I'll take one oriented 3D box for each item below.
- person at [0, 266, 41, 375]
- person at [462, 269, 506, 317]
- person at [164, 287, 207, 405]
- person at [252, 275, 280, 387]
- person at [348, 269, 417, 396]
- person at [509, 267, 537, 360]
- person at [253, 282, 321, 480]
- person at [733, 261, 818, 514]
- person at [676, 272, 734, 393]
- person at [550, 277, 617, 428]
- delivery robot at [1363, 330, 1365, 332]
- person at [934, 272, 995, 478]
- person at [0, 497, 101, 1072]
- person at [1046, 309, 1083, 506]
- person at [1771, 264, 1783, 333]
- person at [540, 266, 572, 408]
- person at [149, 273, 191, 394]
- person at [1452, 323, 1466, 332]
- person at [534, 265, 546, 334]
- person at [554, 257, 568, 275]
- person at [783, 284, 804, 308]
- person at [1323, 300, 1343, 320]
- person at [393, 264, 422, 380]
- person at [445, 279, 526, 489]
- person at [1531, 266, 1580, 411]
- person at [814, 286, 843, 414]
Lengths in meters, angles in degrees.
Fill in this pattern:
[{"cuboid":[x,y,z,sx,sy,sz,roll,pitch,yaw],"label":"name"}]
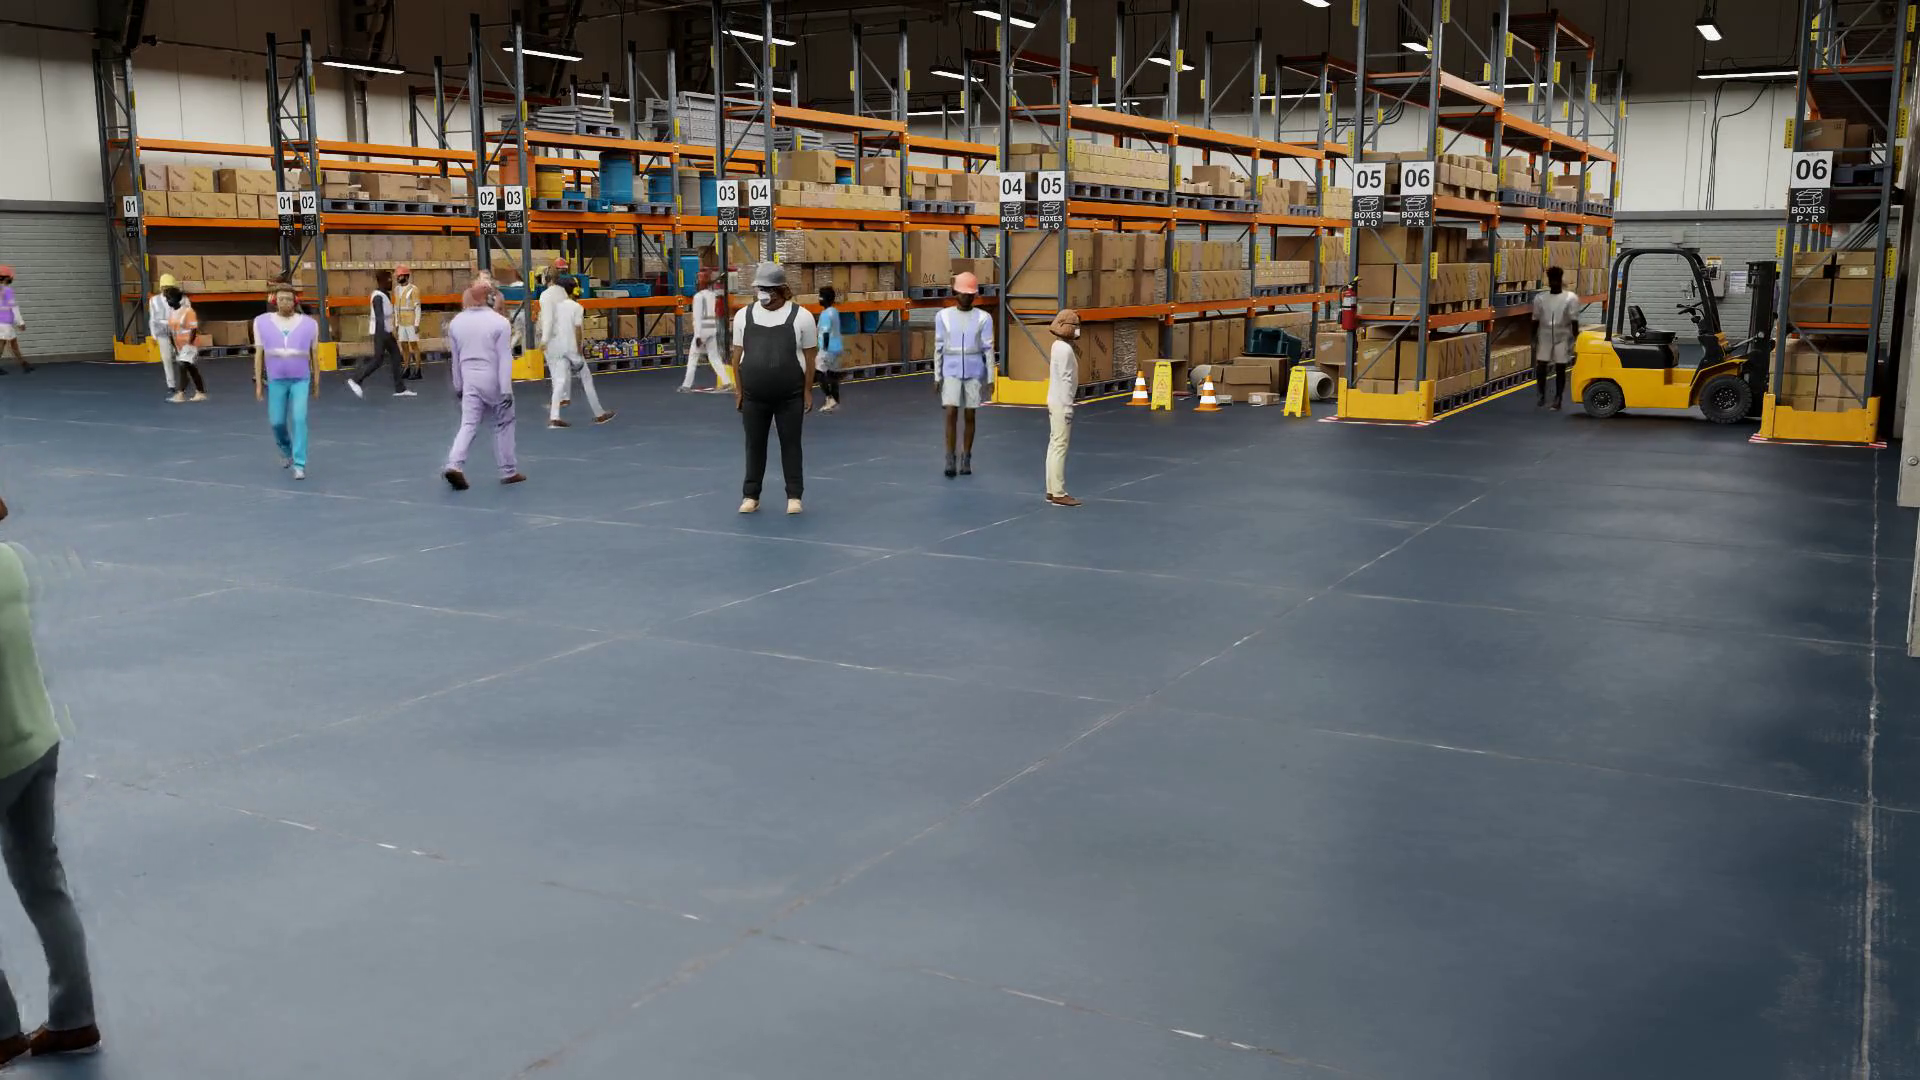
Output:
[{"cuboid":[-16.626,-3.841,29.153,0.568,1.889,0.960,7,12,36],"label":"person"},{"cuboid":[-7.139,-3.125,24.980,0.655,1.887,0.620,-4,11,-24],"label":"person"},{"cuboid":[-10.885,-2.702,23.249,0.545,1.624,0.887,5,11,26],"label":"person"},{"cuboid":[-10.846,-3.313,26.427,0.580,1.772,0.983,6,11,31],"label":"person"},{"cuboid":[-8.599,-3.056,24.605,0.876,1.892,0.601,-1,10,-6],"label":"person"},{"cuboid":[-8.451,-4.342,32.153,0.599,1.869,0.660,5,11,27],"label":"person"},{"cuboid":[-6.292,-1.495,15.595,0.579,1.833,0.605,-3,10,-19],"label":"person"},{"cuboid":[-1.502,-1.219,13.378,0.682,2.000,0.536,1,10,4],"label":"person"},{"cuboid":[-3.845,-3.129,25.167,0.935,1.846,0.600,4,11,24],"label":"person"},{"cuboid":[-4.661,-2.281,20.233,0.551,1.817,0.961,8,12,38],"label":"person"},{"cuboid":[8.917,-4.685,37.739,0.707,0.478,0.477,0,10,3],"label":"delivery robot"},{"cuboid":[0.044,-1.535,15.588,0.568,1.917,0.708,0,10,-1],"label":"person"},{"cuboid":[-2.468,0.569,4.160,0.497,1.615,0.524,-1,10,-5],"label":"person"},{"cuboid":[0.868,-1.104,13.894,0.286,1.632,0.501,-1,10,-5],"label":"person"},{"cuboid":[16.803,-4.771,34.495,0.592,1.930,0.356,-8,13,-40],"label":"person"},{"cuboid":[-5.544,-2.766,22.730,0.371,1.941,0.627,3,10,14],"label":"person"},{"cuboid":[-11.917,-3.113,25.138,0.601,1.815,0.461,-2,10,-14],"label":"person"},{"cuboid":[11.602,-5.499,38.733,0.356,1.938,0.633,-3,10,-18],"label":"person"},{"cuboid":[-7.806,-4.249,31.535,0.607,1.901,0.806,8,12,39],"label":"person"},{"cuboid":[-7.368,-4.194,30.785,0.395,2.044,0.609,9,13,42],"label":"person"},{"cuboid":[-2.062,-2.127,19.372,0.629,1.808,0.900,1,10,6],"label":"person"},{"cuboid":[8.881,-5.514,39.225,0.950,1.790,0.632,6,11,31],"label":"person"},{"cuboid":[-9.315,-3.662,27.978,0.548,1.936,0.378,6,11,30],"label":"person"},{"cuboid":[-4.293,-1.394,14.907,0.652,1.875,0.927,3,10,19],"label":"person"},{"cuboid":[7.937,-2.680,22.224,0.642,1.939,0.635,6,11,29],"label":"person"},{"cuboid":[-1.740,-2.480,21.806,0.383,1.679,0.548,2,10,11],"label":"person"}]
